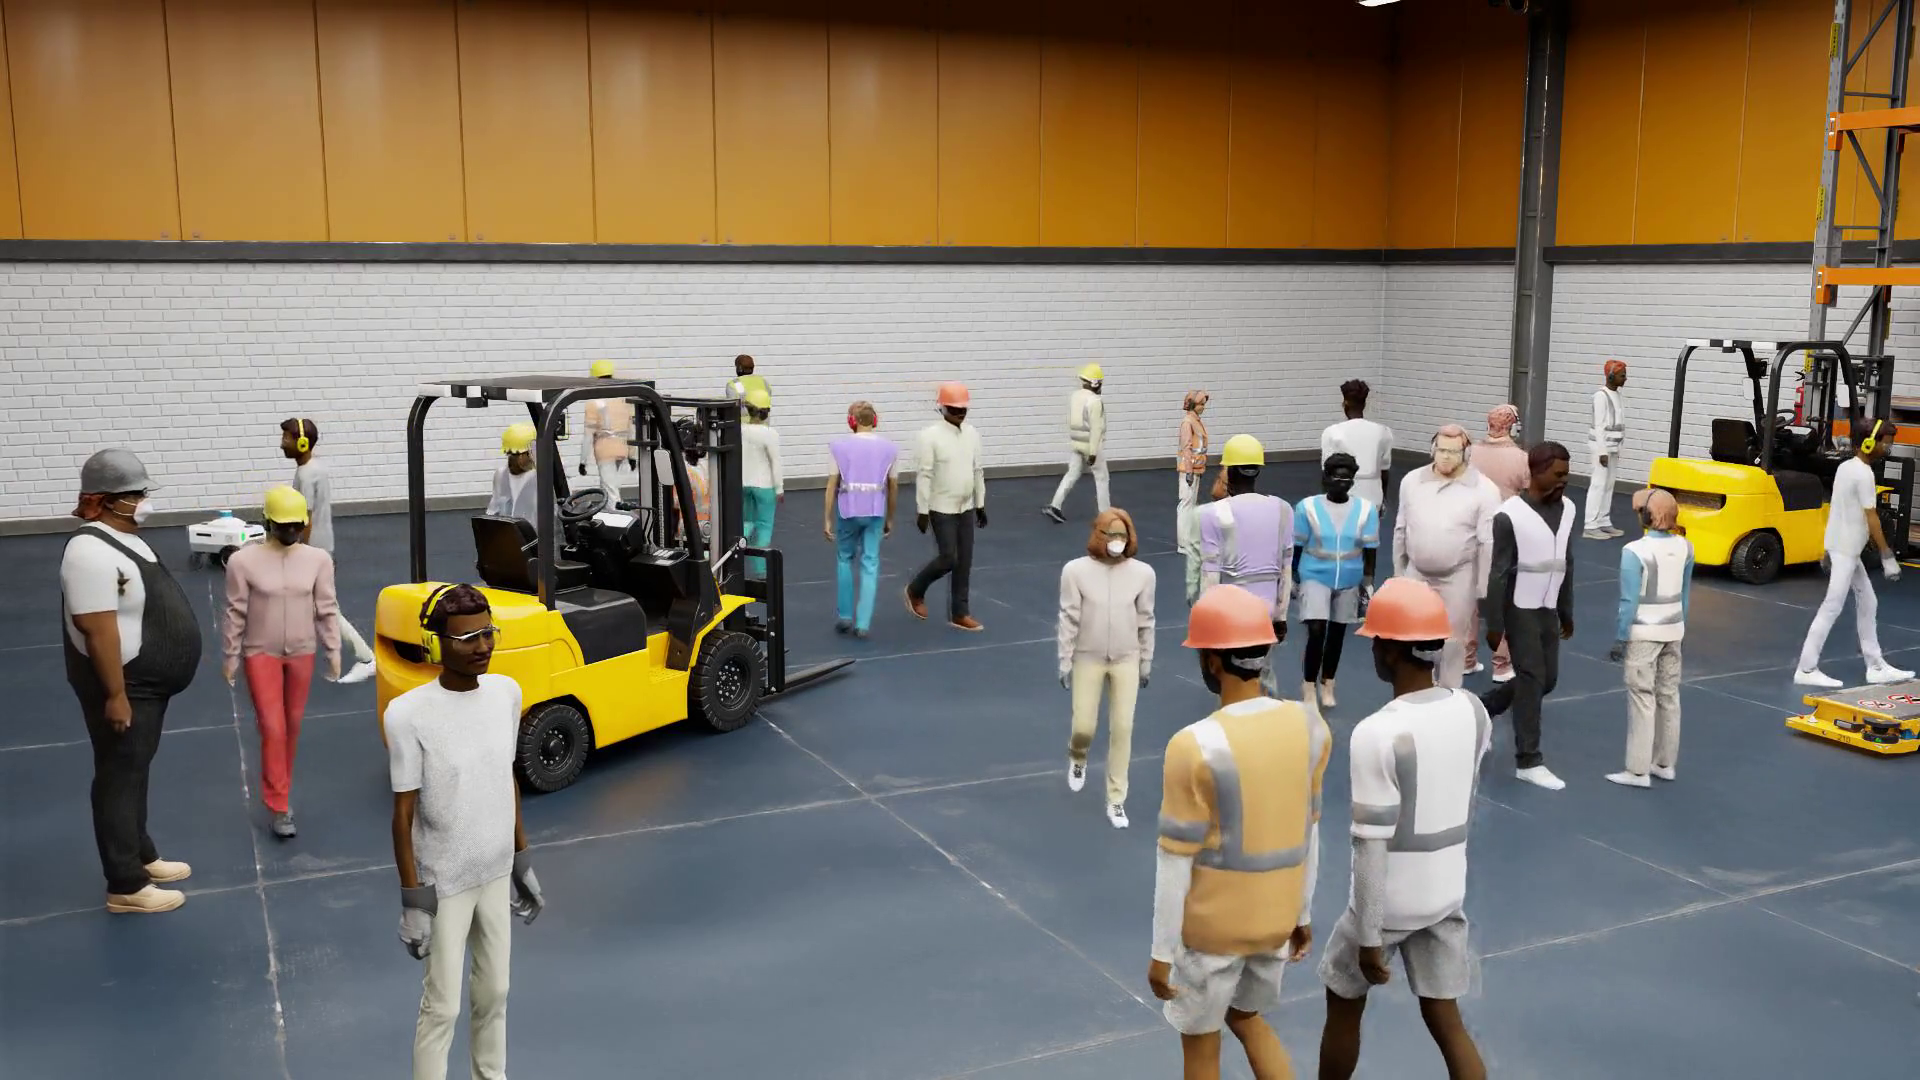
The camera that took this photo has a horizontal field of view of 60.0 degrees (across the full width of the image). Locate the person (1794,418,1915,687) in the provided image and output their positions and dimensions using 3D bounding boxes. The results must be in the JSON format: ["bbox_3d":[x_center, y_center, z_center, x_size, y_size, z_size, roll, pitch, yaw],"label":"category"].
[{"bbox_3d":[6.068,0.105,11.105,0.856,1.826,0.502,3,10,20],"label":"person"}]

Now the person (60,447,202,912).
[{"bbox_3d":[-3.642,0.600,7.363,0.535,2.000,0.683,-3,10,-17],"label":"person"}]

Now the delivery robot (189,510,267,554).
[{"bbox_3d":[-6.877,-0.036,15.614,0.707,0.478,0.477,4,10,21],"label":"delivery robot"}]

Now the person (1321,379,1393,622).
[{"bbox_3d":[3.158,-0.310,13.338,0.614,1.939,0.487,-1,9,-6],"label":"person"}]

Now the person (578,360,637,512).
[{"bbox_3d":[-3.651,-0.878,16.932,0.684,1.903,0.620,5,11,30],"label":"person"}]

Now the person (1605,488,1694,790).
[{"bbox_3d":[3.752,0.532,9.031,0.522,1.636,0.310,-5,10,-28],"label":"person"}]

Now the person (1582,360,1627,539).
[{"bbox_3d":[6.810,-0.951,17.486,0.355,1.879,0.577,8,12,42],"label":"person"}]

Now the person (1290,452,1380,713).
[{"bbox_3d":[2.360,0.277,10.478,0.543,1.671,0.598,0,9,-1],"label":"person"}]

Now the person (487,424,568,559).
[{"bbox_3d":[-2.996,0.067,11.539,0.658,1.765,0.963,4,10,25],"label":"person"}]

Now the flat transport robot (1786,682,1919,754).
[{"bbox_3d":[5.783,1.046,10.072,1.431,0.197,0.652,-4,10,-25],"label":"flat transport robot"}]

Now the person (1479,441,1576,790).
[{"bbox_3d":[3.098,0.379,9.188,0.605,1.894,0.687,-6,11,-34],"label":"person"}]

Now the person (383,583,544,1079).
[{"bbox_3d":[-1.499,1.050,5.099,0.329,1.872,0.508,6,11,32],"label":"person"}]

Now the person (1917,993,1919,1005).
[{"bbox_3d":[3.874,0.838,6.198,0.632,1.938,0.359,-8,12,-42],"label":"person"}]

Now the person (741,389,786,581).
[{"bbox_3d":[-1.852,-0.478,14.953,0.530,1.751,0.458,7,11,37],"label":"person"}]

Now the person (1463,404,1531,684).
[{"bbox_3d":[3.679,0.024,11.378,0.401,1.901,0.650,-7,12,-39],"label":"person"}]

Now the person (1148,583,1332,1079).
[{"bbox_3d":[0.798,1.080,4.739,0.566,1.916,0.514,-5,11,-30],"label":"person"}]

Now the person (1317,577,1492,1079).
[{"bbox_3d":[1.341,1.059,5.022,0.560,1.907,0.885,-5,11,-30],"label":"person"}]

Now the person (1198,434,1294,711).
[{"bbox_3d":[1.522,0.388,9.029,0.594,1.924,0.382,-4,10,-25],"label":"person"}]

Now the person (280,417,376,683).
[{"bbox_3d":[-4.397,0.079,11.259,0.876,1.836,0.548,-3,10,-17],"label":"person"}]

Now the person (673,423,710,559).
[{"bbox_3d":[-1.998,-0.064,12.655,0.861,1.645,0.545,1,9,4],"label":"person"}]

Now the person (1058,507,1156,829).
[{"bbox_3d":[0.743,0.622,8.506,0.512,1.618,0.531,-1,9,-6],"label":"person"}]

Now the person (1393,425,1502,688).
[{"bbox_3d":[2.927,0.246,10.074,0.670,1.887,0.441,7,11,36],"label":"person"}]

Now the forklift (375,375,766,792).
[{"bbox_3d":[-2.268,0.149,9.685,1.214,2.155,2.313,6,11,32],"label":"forklift"}]

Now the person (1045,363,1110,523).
[{"bbox_3d":[1.358,-1.066,18.484,0.902,1.797,0.587,-5,11,-30],"label":"person"}]

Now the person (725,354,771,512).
[{"bbox_3d":[-2.500,-1.247,19.441,0.429,1.840,0.635,9,13,44],"label":"person"}]

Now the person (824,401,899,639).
[{"bbox_3d":[-0.769,-0.162,12.809,0.598,1.802,0.661,-2,9,-12],"label":"person"}]

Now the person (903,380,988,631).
[{"bbox_3d":[-0.107,-0.266,12.974,0.577,1.973,0.638,8,12,41],"label":"person"}]

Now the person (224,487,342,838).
[{"bbox_3d":[-3.348,0.598,8.307,0.539,1.723,0.781,-8,12,-41],"label":"person"}]

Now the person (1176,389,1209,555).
[{"bbox_3d":[2.298,-0.671,16.491,0.310,1.640,0.514,3,10,17],"label":"person"}]

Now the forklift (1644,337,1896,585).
[{"bbox_3d":[7.551,-0.789,15.507,2.313,2.155,1.214,-4,10,-25],"label":"forklift"}]

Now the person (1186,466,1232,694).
[{"bbox_3d":[1.702,0.297,10.549,0.533,1.614,0.468,1,9,5],"label":"person"}]
